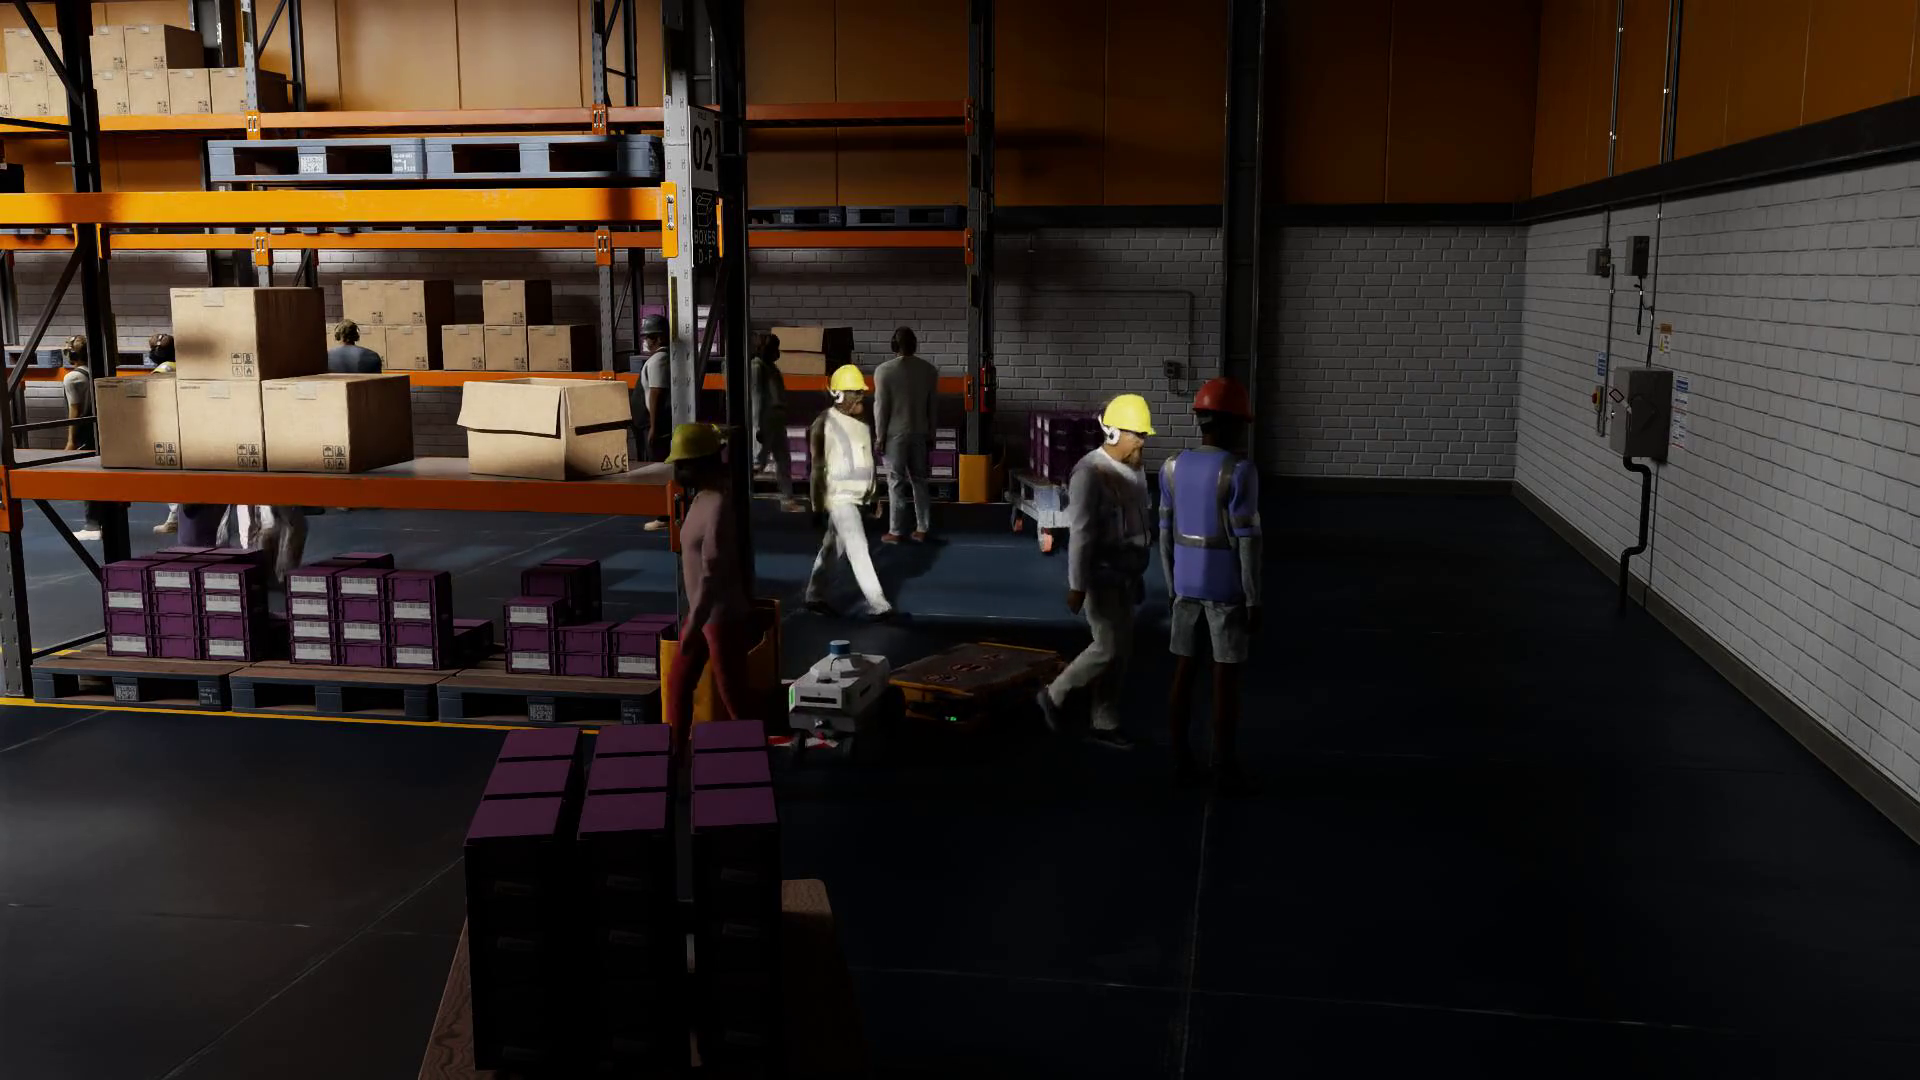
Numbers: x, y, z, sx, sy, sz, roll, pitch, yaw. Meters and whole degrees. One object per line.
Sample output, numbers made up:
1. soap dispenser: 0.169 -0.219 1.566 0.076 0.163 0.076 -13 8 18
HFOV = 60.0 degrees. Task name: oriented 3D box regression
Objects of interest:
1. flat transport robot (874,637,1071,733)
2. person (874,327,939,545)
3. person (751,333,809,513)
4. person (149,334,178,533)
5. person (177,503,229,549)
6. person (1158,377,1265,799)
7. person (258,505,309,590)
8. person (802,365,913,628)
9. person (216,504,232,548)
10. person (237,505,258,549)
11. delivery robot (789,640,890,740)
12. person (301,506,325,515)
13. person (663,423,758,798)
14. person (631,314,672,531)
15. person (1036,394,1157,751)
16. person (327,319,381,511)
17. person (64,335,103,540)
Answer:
1. flat transport robot: 0.084 0.786 9.280 0.652 0.197 1.431 5 11 30
2. person: -0.478 -0.916 14.735 0.630 1.930 0.373 -6 11 -33
3. person: -1.982 -1.158 16.589 0.842 1.814 0.632 2 9 11
4. person: -7.332 -0.987 15.427 0.429 1.844 0.622 -1 9 -5
5. person: -5.159 -0.365 11.429 0.606 1.881 0.681 -1 9 -4
6. person: 1.177 0.219 7.677 0.374 1.928 0.542 -9 13 -44
7. person: -5.106 -0.415 12.569 0.531 1.619 0.512 -5 10 -27
8. person: -0.741 -0.303 11.369 0.919 1.783 0.612 4 10 25
9. person: -5.801 -0.618 13.000 0.342 1.883 0.587 -7 11 -36
10. person: -5.947 -0.753 13.529 0.608 1.985 0.394 -6 11 -34
11. delivery robot: -0.600 0.747 8.355 0.477 0.478 0.707 2 9 14
12. person: -6.541 -1.207 16.524 0.374 1.924 0.553 -5 10 -28
13. person: -1.207 0.355 7.402 0.721 1.741 0.533 -4 10 -23
14. person: -2.819 -1.117 15.616 0.536 2.000 0.688 1 9 7
15. person: 0.732 0.164 8.383 0.512 1.806 0.606 6 11 32
16. person: -6.148 -1.258 16.805 0.628 1.939 0.375 -4 10 -26
17. person: -7.863 -0.919 14.988 0.345 1.847 0.504 1 9 9
